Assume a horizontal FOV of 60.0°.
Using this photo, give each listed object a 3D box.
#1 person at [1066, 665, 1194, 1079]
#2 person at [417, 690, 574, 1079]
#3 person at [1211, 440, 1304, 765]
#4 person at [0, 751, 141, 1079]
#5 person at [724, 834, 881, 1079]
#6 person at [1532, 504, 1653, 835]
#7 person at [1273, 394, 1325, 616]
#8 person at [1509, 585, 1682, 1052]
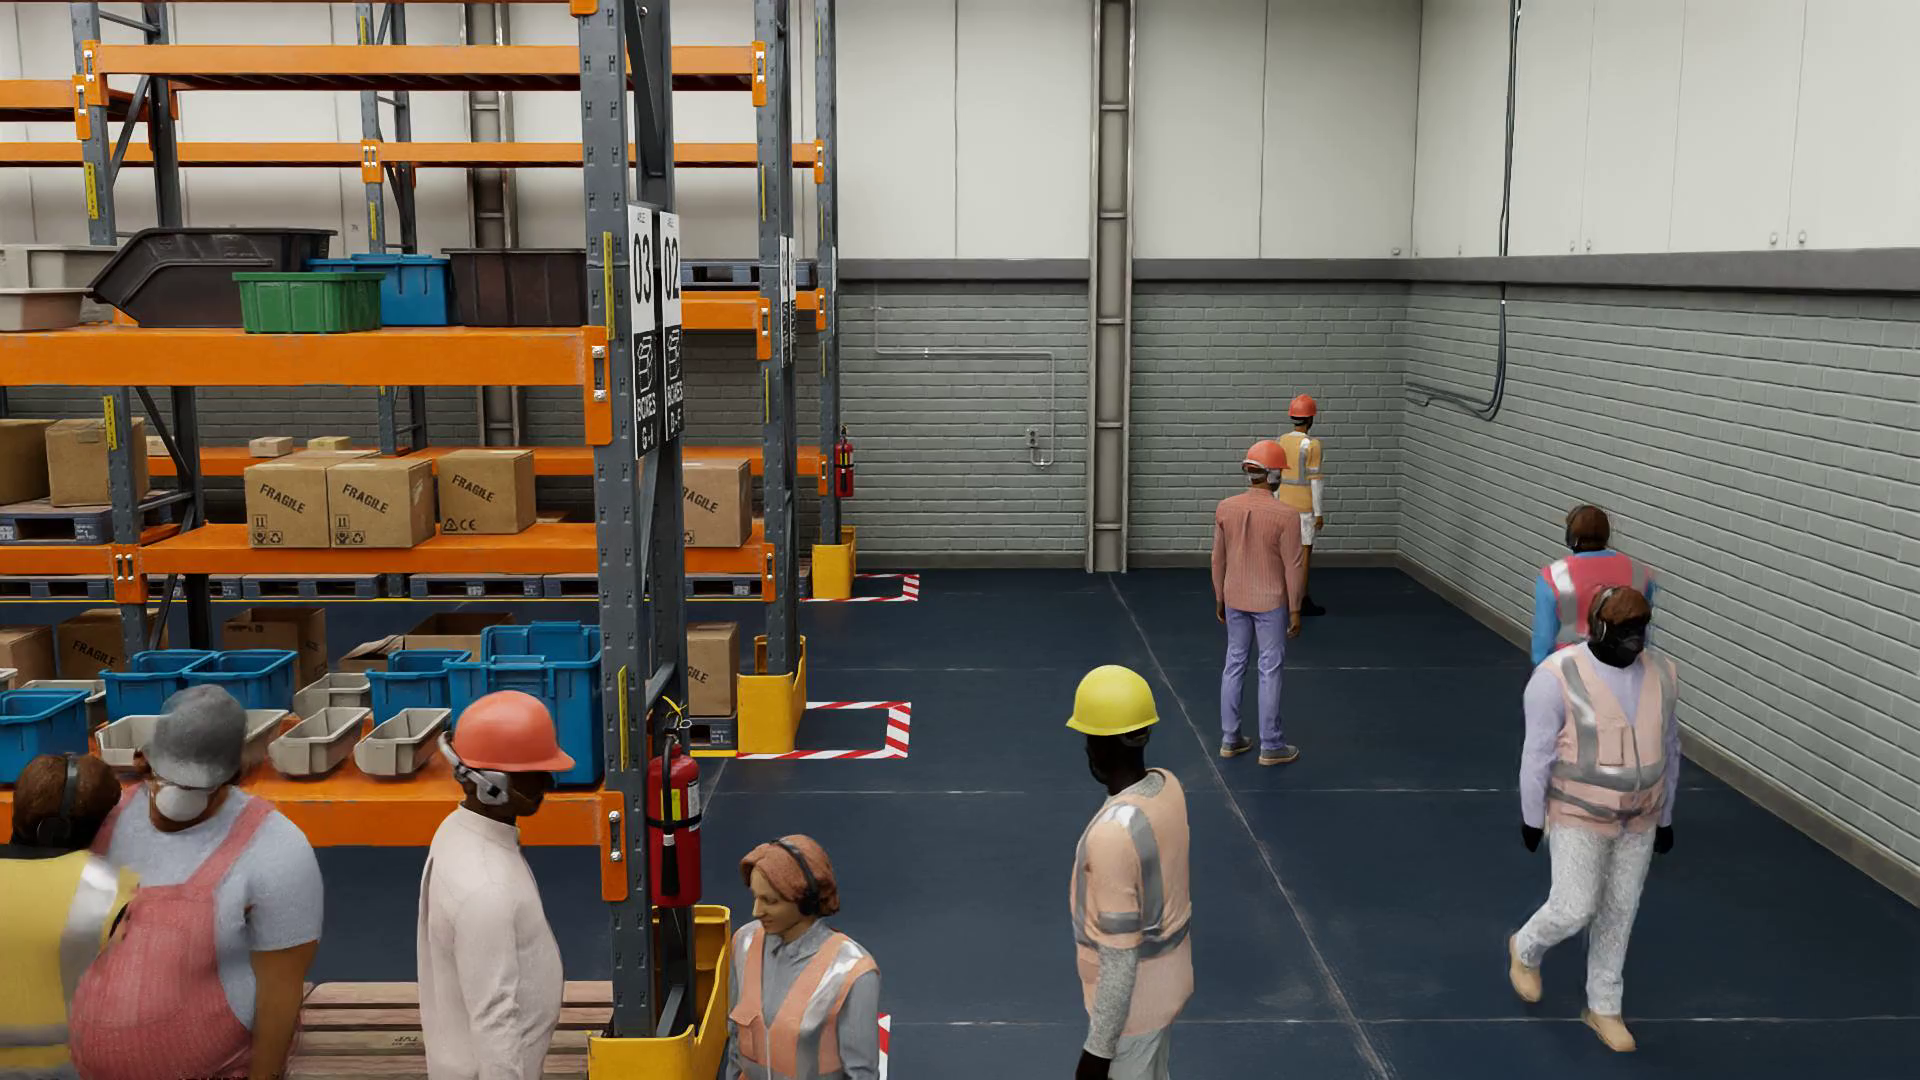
[{"bbox_3d":[0.468,1.305,4.780,0.384,1.924,0.589,4,10,22],"label":"person"},{"bbox_3d":[-1.178,1.355,4.304,0.403,1.982,0.628,-3,10,-20],"label":"person"},{"bbox_3d":[1.848,0.378,10.255,0.623,1.989,0.399,8,12,42],"label":"person"},{"bbox_3d":[-2.348,1.432,4.350,0.640,1.810,0.584,1,9,4],"label":"person"},{"bbox_3d":[-0.398,1.537,4.258,0.525,1.632,0.318,8,12,39],"label":"person"},{"bbox_3d":[3.285,0.725,8.664,0.625,1.819,0.708,0,9,0],"label":"person"},{"bbox_3d":[2.983,-0.303,14.585,0.343,1.942,0.552,-6,11,-34],"label":"person"},{"bbox_3d":[2.500,1.064,6.549,0.629,1.832,0.532,-2,10,-13],"label":"person"}]
